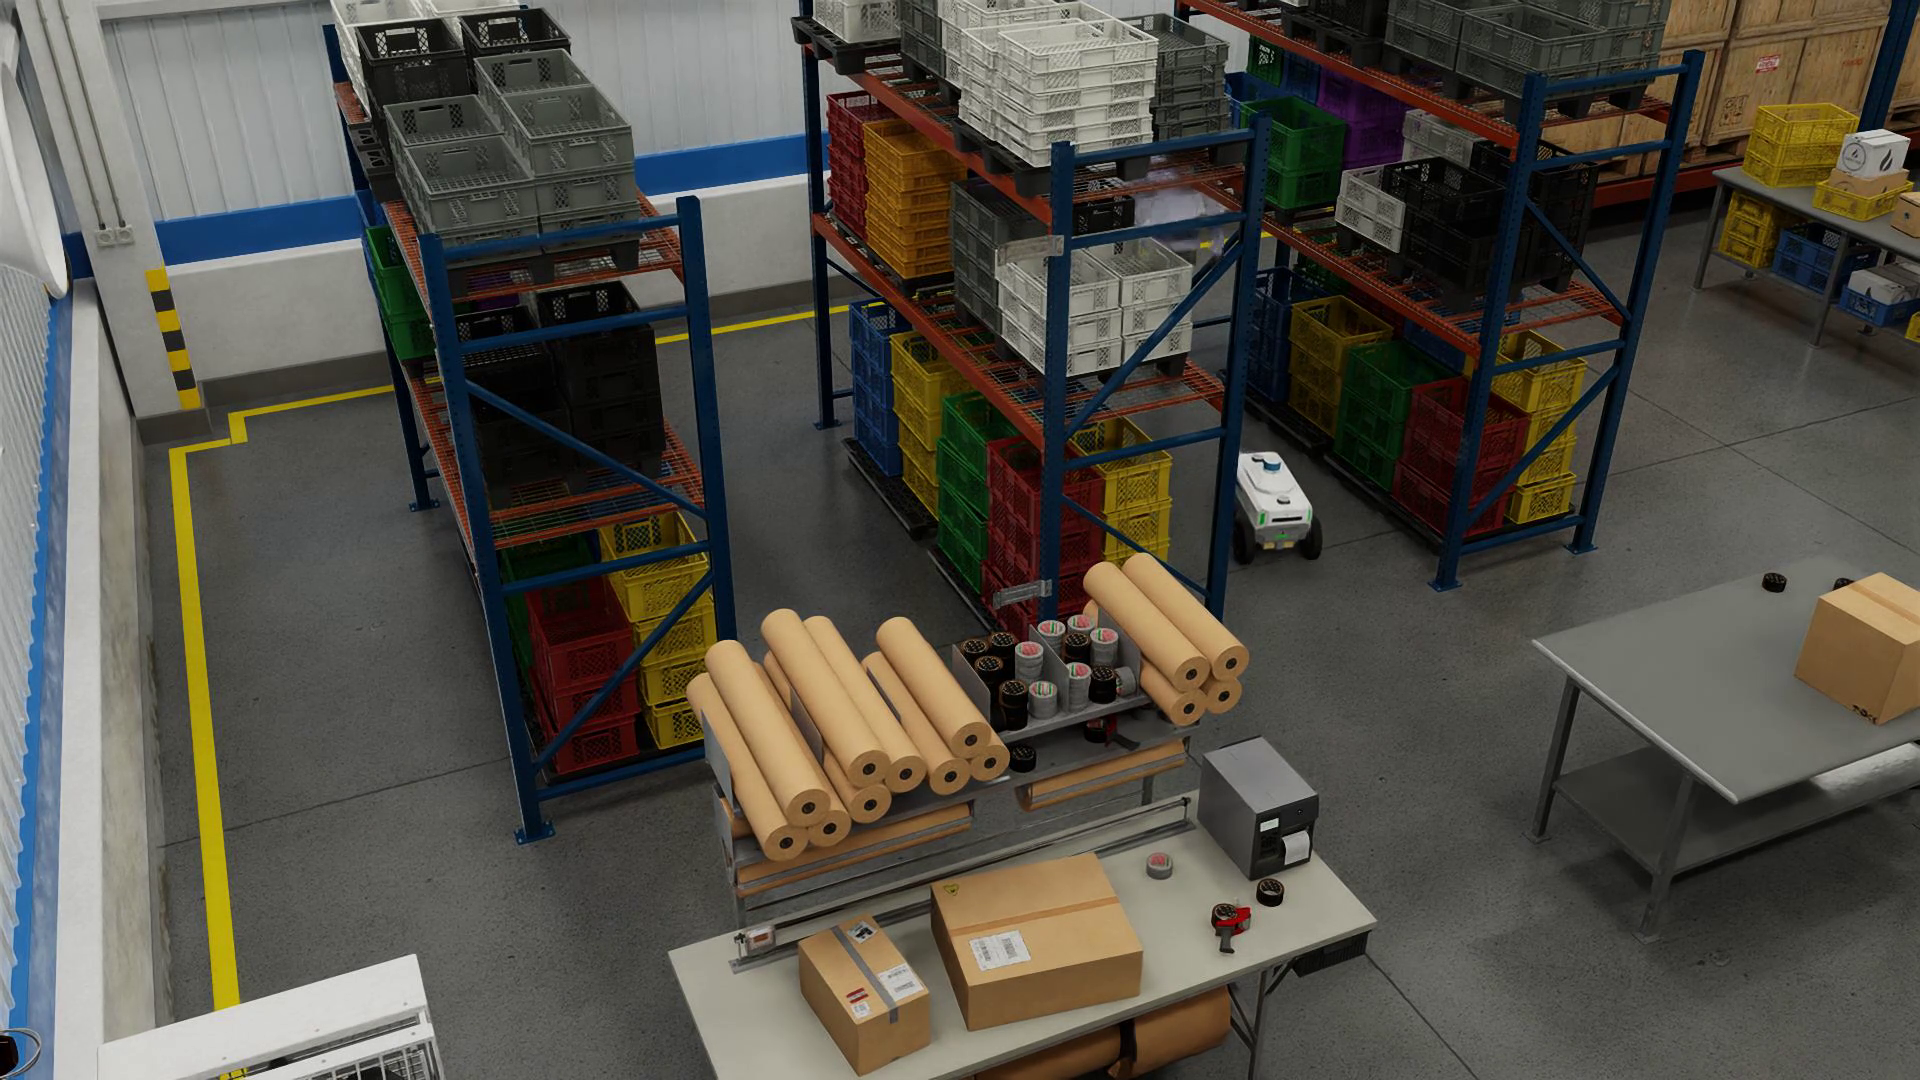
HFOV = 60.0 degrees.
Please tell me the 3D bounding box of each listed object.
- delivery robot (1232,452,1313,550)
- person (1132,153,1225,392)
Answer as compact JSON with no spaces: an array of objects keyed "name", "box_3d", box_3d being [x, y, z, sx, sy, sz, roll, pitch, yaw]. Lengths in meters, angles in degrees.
[{"name":"delivery robot","box_3d":[1.863,-0.277,10.039,0.477,0.478,0.707,-4,32,-7]},{"name":"person","box_3d":[1.522,-2.058,11.770,0.628,1.877,0.987,-10,33,-16]}]
